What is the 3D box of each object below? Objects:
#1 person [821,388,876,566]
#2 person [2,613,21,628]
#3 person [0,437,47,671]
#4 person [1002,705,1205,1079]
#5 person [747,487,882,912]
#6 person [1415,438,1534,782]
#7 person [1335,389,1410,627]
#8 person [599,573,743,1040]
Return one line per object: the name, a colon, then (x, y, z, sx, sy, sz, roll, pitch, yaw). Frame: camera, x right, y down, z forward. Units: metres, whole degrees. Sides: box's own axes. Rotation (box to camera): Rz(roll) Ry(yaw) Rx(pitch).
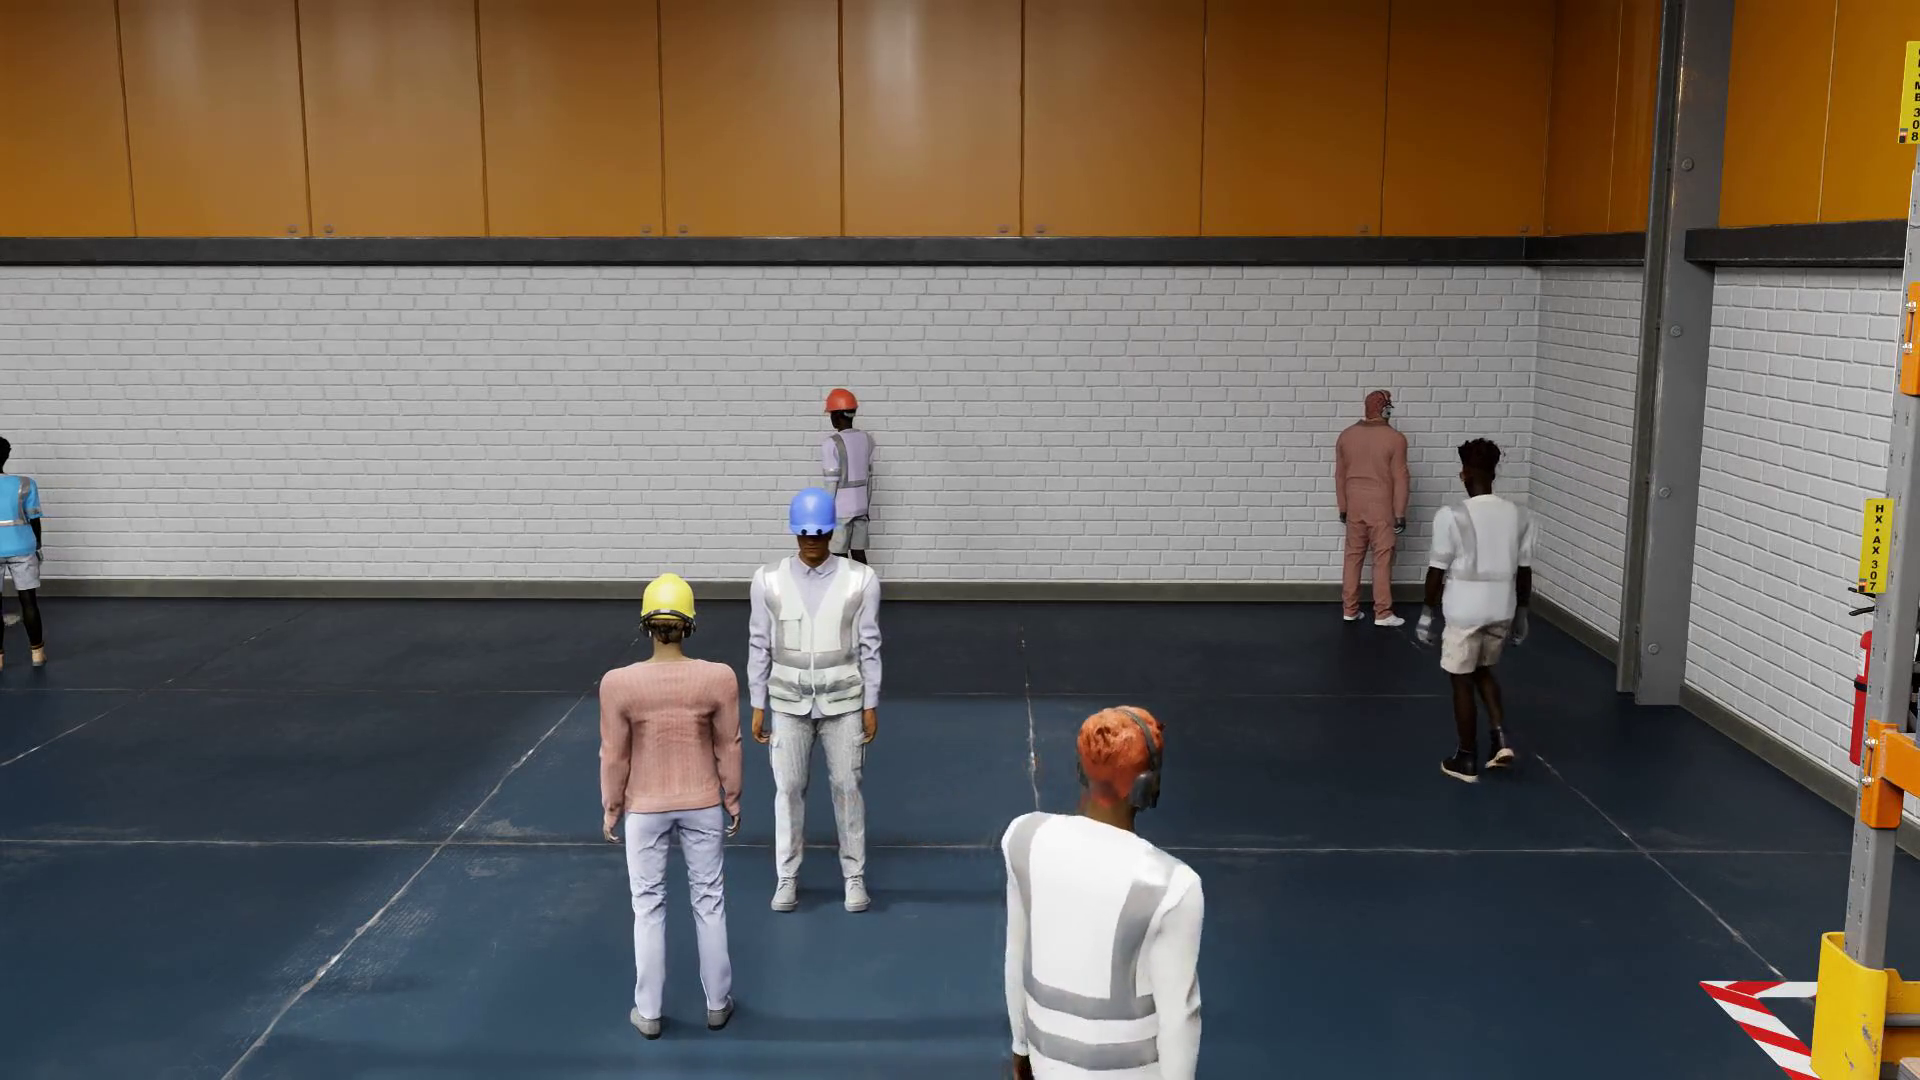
person: (-0.916, -0.239, 13.212, 0.356, 1.938, 0.544, 7, 12, 37)
person: (-7.894, -0.235, 13.111, 0.925, 1.954, 0.656, -3, 10, -17)
person: (-6.861, 0.094, 11.941, 0.533, 1.697, 0.318, -7, 12, -36)
person: (0.303, 1.328, 4.084, 0.585, 1.856, 0.740, 7, 12, 36)
person: (-0.654, 0.721, 7.461, 0.605, 1.939, 0.411, 0, 9, 1)
person: (2.897, 0.398, 9.368, 0.602, 1.942, 0.414, -3, 10, -19)
person: (3.339, -0.257, 13.414, 0.399, 1.909, 0.642, -9, 13, -42)
person: (-1.088, 1.002, 6.295, 0.534, 1.767, 0.317, -3, 10, -15)
